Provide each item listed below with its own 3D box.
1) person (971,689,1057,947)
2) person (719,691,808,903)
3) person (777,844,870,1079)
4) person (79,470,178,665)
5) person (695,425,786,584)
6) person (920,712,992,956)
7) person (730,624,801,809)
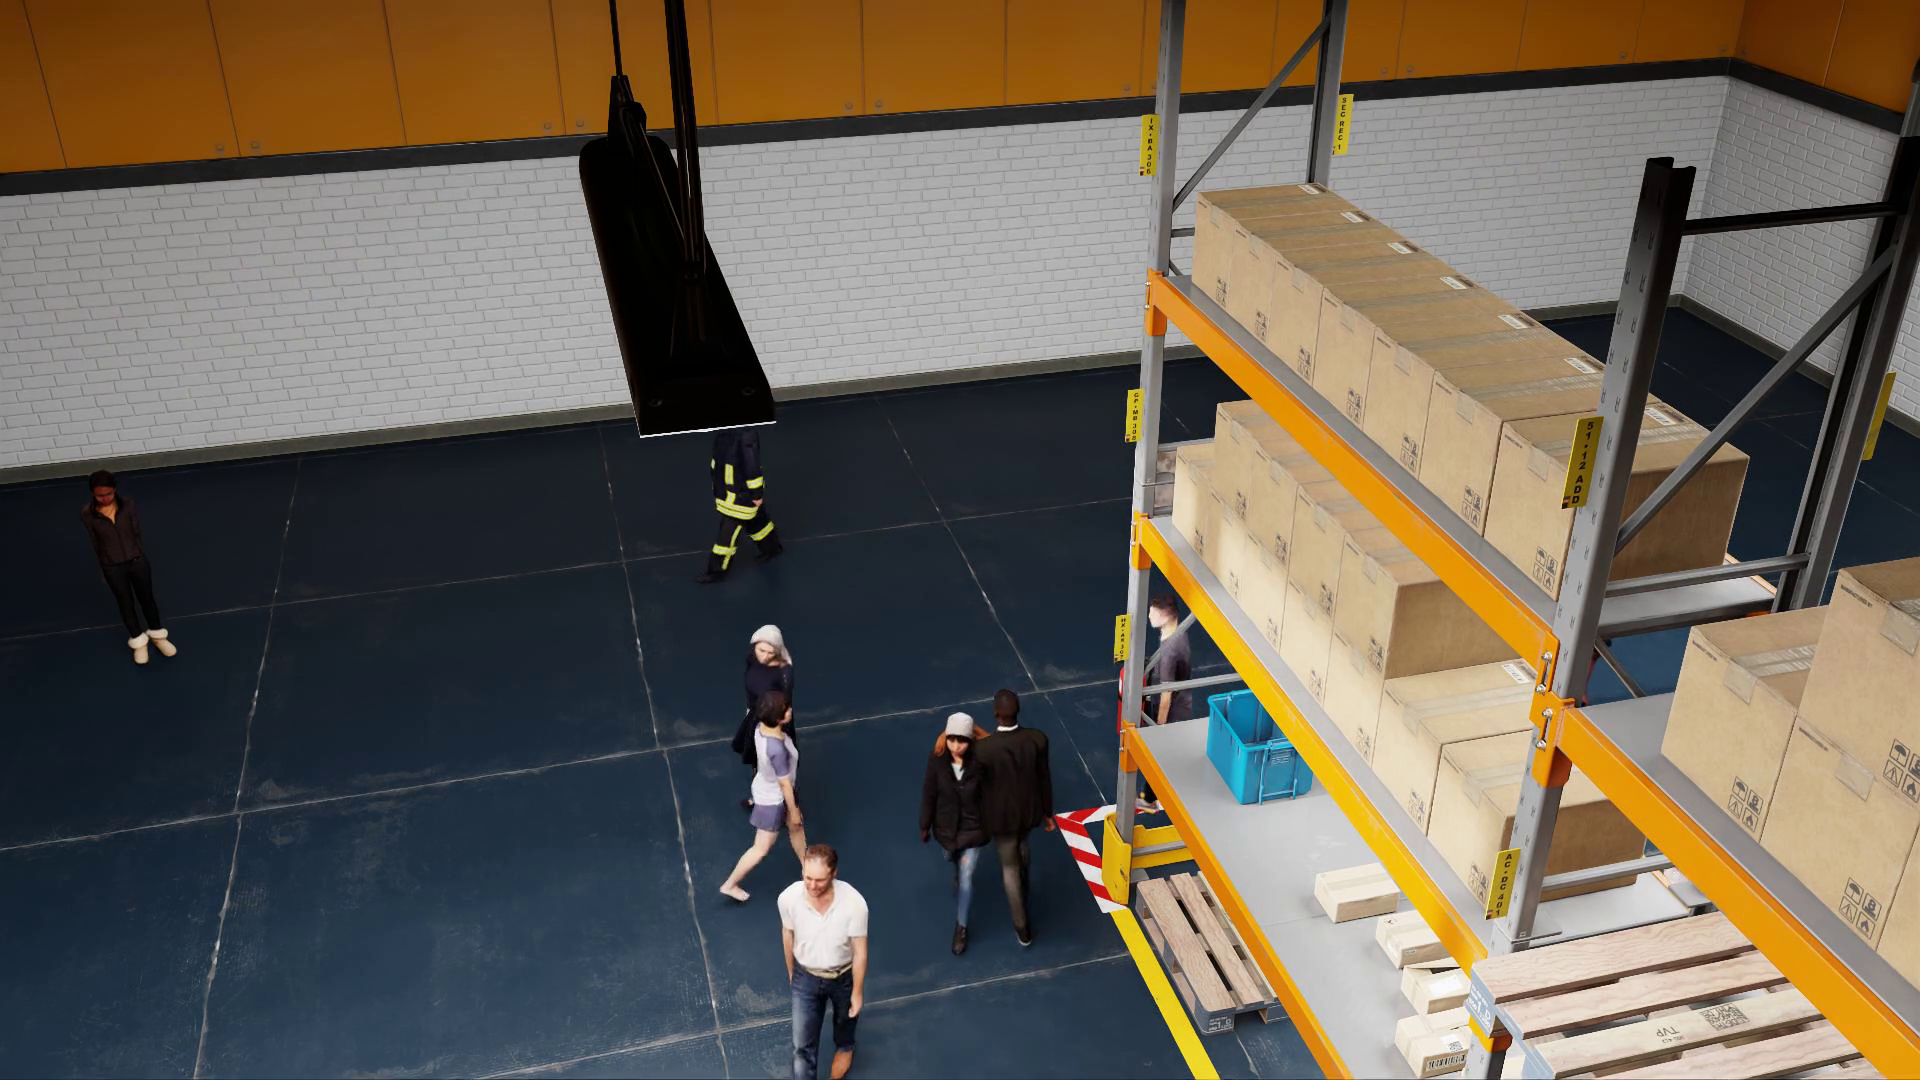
[{"bbox_3d":[0.351,1.772,10.314,0.692,1.776,0.830,-7,29,-13],"label":"person"},{"bbox_3d":[-1.270,1.674,10.748,0.679,1.532,0.974,-9,30,-17],"label":"person"},{"bbox_3d":[-0.691,2.350,9.226,1.019,1.805,1.299,5,29,9],"label":"person"},{"bbox_3d":[-6.716,0.180,13.355,0.673,1.659,0.733,-16,33,-27],"label":"person"},{"bbox_3d":[-1.851,-0.524,14.472,1.026,1.826,1.177,-16,32,-27],"label":"person"},{"bbox_3d":[0.007,1.747,10.537,0.917,1.608,1.136,5,29,8],"label":"person"},{"bbox_3d":[-1.292,1.277,11.290,0.913,1.710,0.744,-15,32,-26],"label":"person"}]
